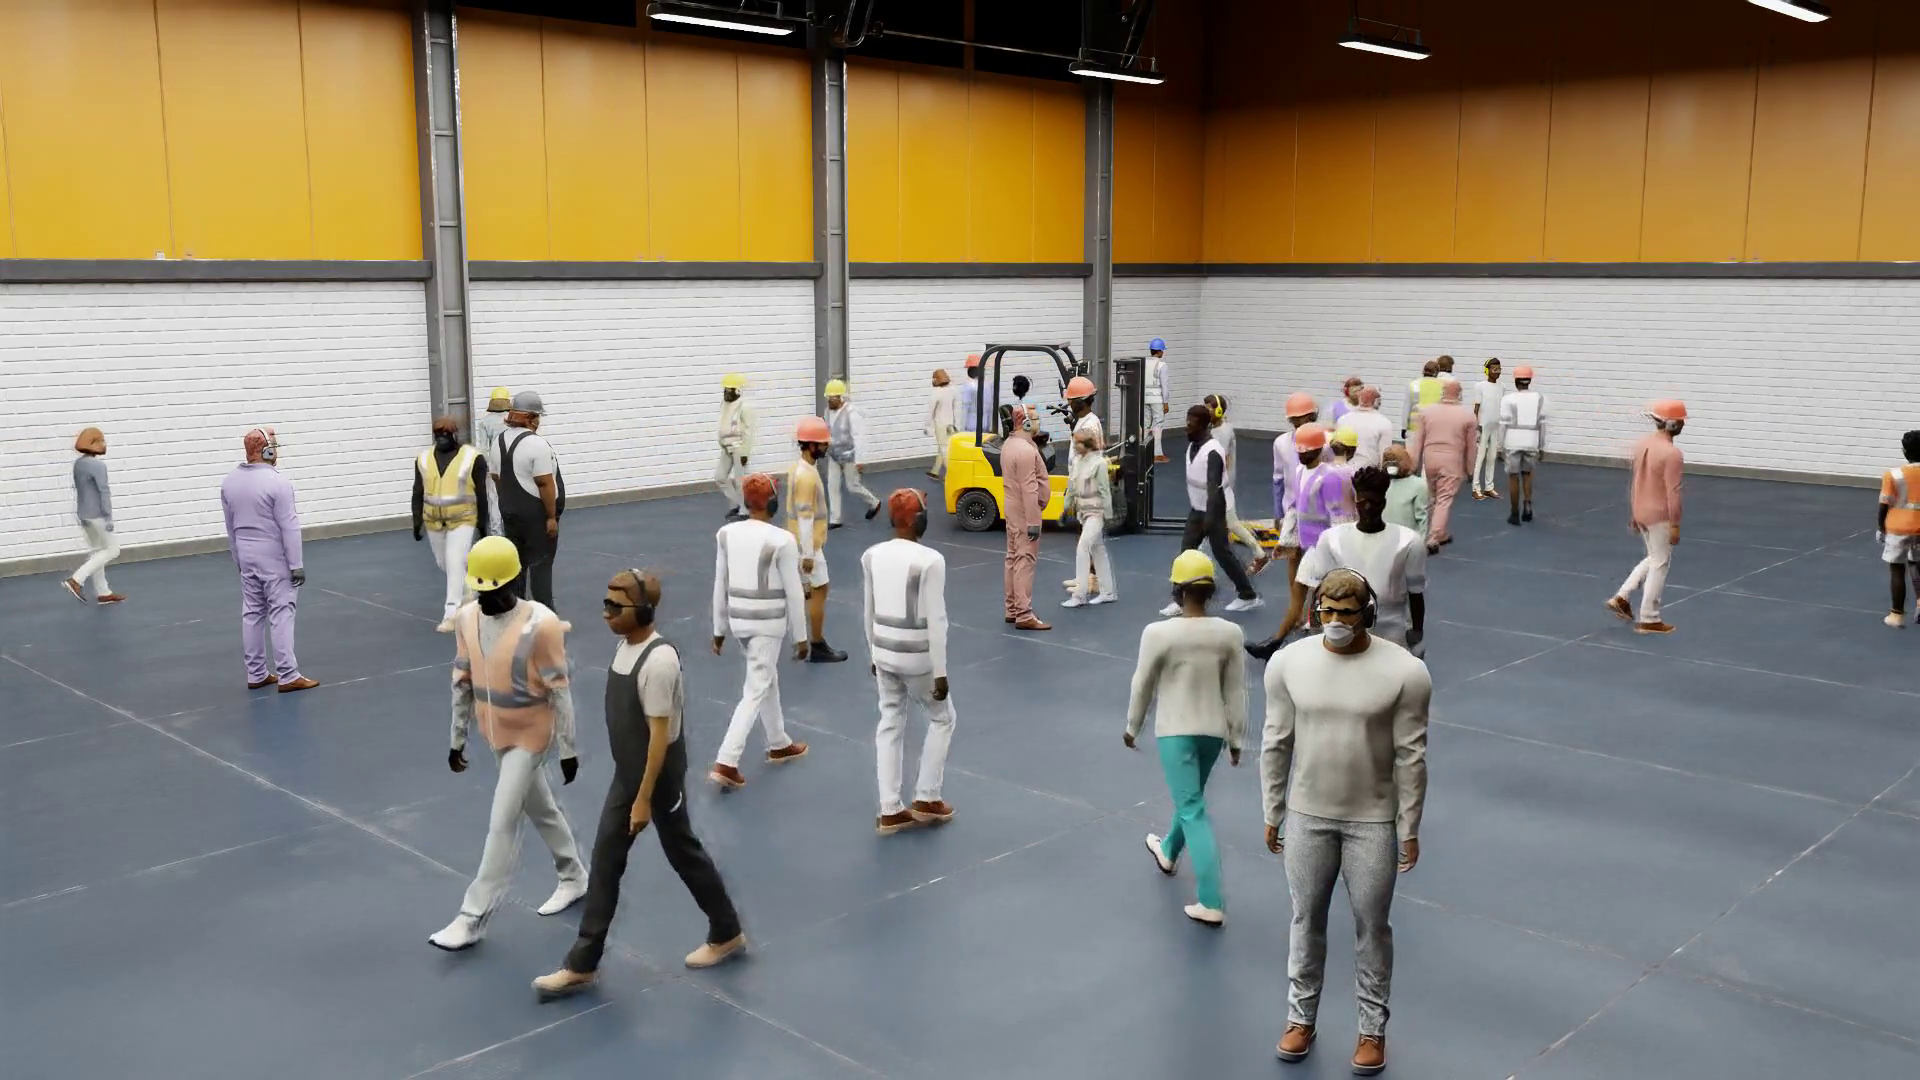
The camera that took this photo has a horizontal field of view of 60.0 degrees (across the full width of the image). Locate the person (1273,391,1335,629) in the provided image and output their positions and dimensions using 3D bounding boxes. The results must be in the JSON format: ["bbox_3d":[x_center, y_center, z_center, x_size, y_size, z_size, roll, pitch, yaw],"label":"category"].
[{"bbox_3d":[2.993,-0.281,14.233,0.624,2.013,0.823,5,10,28],"label":"person"}]

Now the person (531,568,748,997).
[{"bbox_3d":[-1.321,1.006,7.026,0.960,1.806,0.515,-7,12,-38],"label":"person"}]

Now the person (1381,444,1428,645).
[{"bbox_3d":[3.508,0.036,13.503,0.513,1.620,0.456,4,10,24],"label":"person"}]

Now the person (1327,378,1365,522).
[{"bbox_3d":[4.520,-0.942,18.925,0.699,1.789,0.896,-2,9,-12],"label":"person"}]

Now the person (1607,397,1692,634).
[{"bbox_3d":[5.790,-0.195,13.799,0.459,1.983,0.635,-1,9,-6],"label":"person"}]

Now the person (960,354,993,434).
[{"bbox_3d":[0.252,-1.539,22.287,0.890,1.908,0.552,7,12,38],"label":"person"}]

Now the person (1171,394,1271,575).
[{"bbox_3d":[2.625,-0.533,16.402,0.968,1.823,0.503,-2,10,-15],"label":"person"}]

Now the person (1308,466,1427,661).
[{"bbox_3d":[2.275,0.555,9.360,0.636,1.925,0.920,4,10,22],"label":"person"}]

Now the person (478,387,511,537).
[{"bbox_3d":[-5.052,-0.822,18.407,0.483,1.734,0.319,-1,9,-7],"label":"person"}]

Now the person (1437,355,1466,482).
[{"bbox_3d":[6.878,-1.695,23.490,0.783,1.815,0.661,-7,12,-38],"label":"person"}]

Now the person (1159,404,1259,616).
[{"bbox_3d":[2.211,-0.265,14.594,0.921,1.876,0.595,-3,10,-19],"label":"person"}]

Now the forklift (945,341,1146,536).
[{"bbox_3d":[0.977,-1.223,19.452,2.313,2.155,1.214,2,9,11],"label":"forklift"}]

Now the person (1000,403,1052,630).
[{"bbox_3d":[0.564,-0.201,14.057,0.408,1.913,0.641,-2,10,-13],"label":"person"}]

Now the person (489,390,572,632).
[{"bbox_3d":[-3.561,-0.241,13.900,0.681,2.000,0.538,7,11,36],"label":"person"}]

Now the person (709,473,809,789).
[{"bbox_3d":[-1.219,0.524,9.858,0.595,1.841,0.972,6,11,34],"label":"person"}]

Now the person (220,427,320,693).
[{"bbox_3d":[-4.954,0.145,11.945,0.643,1.909,0.410,4,10,24],"label":"person"}]

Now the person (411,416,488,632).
[{"bbox_3d":[-4.340,-0.174,14.218,0.635,1.809,0.907,1,9,7],"label":"person"}]

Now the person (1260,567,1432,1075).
[{"bbox_3d":[1.447,1.051,6.320,0.627,1.936,0.361,4,10,22],"label":"person"}]

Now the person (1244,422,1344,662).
[{"bbox_3d":[2.654,0.031,12.751,1.022,1.862,0.538,-2,9,-9],"label":"person"}]

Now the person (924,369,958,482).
[{"bbox_3d":[-0.309,-1.625,23.700,0.700,1.597,0.524,8,12,40],"label":"person"}]

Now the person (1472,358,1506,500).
[{"bbox_3d":[6.984,-1.464,21.924,0.510,1.872,0.328,-4,10,-24],"label":"person"}]

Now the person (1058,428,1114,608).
[{"bbox_3d":[1.100,-0.194,14.914,0.733,1.609,0.519,-4,10,-23],"label":"person"}]

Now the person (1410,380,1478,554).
[{"bbox_3d":[5.215,-0.798,17.921,0.659,1.858,1.028,7,12,36],"label":"person"}]

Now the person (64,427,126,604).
[{"bbox_3d":[-7.807,-0.202,14.929,0.522,1.617,0.479,7,12,39],"label":"person"}]

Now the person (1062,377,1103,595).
[{"bbox_3d":[1.141,-0.499,15.496,0.394,2.038,0.605,0,9,1],"label":"person"}]

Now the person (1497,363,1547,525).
[{"bbox_3d":[6.633,-1.130,19.699,0.566,1.926,0.399,0,9,-2],"label":"person"}]

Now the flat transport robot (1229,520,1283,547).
[{"bbox_3d":[3.777,-0.102,18.462,1.431,0.197,0.652,-3,10,-19],"label":"flat transport robot"}]

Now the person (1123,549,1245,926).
[{"bbox_3d":[1.070,0.899,7.940,0.529,1.707,0.951,-4,10,-22],"label":"person"}]

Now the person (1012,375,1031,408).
[{"bbox_3d":[0.808,-1.328,21.767,0.890,1.646,0.541,0,9,0],"label":"person"}]

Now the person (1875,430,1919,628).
[{"bbox_3d":[7.998,-0.087,14.020,0.553,1.684,0.363,1,9,4],"label":"person"}]

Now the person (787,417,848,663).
[{"bbox_3d":[-1.219,0.011,12.732,0.638,1.922,0.571,-2,9,-9],"label":"person"}]

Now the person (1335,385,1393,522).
[{"bbox_3d":[4.033,-0.600,16.586,0.685,1.886,0.482,9,13,42],"label":"person"}]

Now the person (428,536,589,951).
[{"bbox_3d":[-2.054,0.887,7.542,0.622,1.856,0.970,6,11,33],"label":"person"}]

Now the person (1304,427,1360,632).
[{"bbox_3d":[3.209,-0.092,13.970,0.926,1.710,0.548,-7,12,-37],"label":"person"}]

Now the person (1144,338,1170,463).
[{"bbox_3d":[3.060,-2.188,26.124,0.404,1.945,0.615,-7,12,-38],"label":"person"}]

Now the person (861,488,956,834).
[{"bbox_3d":[-0.243,0.644,9.008,0.622,1.863,0.608,7,12,38],"label":"person"}]

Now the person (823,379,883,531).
[{"bbox_3d":[-1.266,-1.002,19.394,0.599,1.788,0.773,9,13,43],"label":"person"}]

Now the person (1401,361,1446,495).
[{"bbox_3d":[6.298,-1.524,22.565,0.661,1.783,0.915,1,9,8],"label":"person"}]

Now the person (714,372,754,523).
[{"bbox_3d":[-2.686,-1.092,19.806,0.429,1.812,0.627,-8,12,-39],"label":"person"}]
